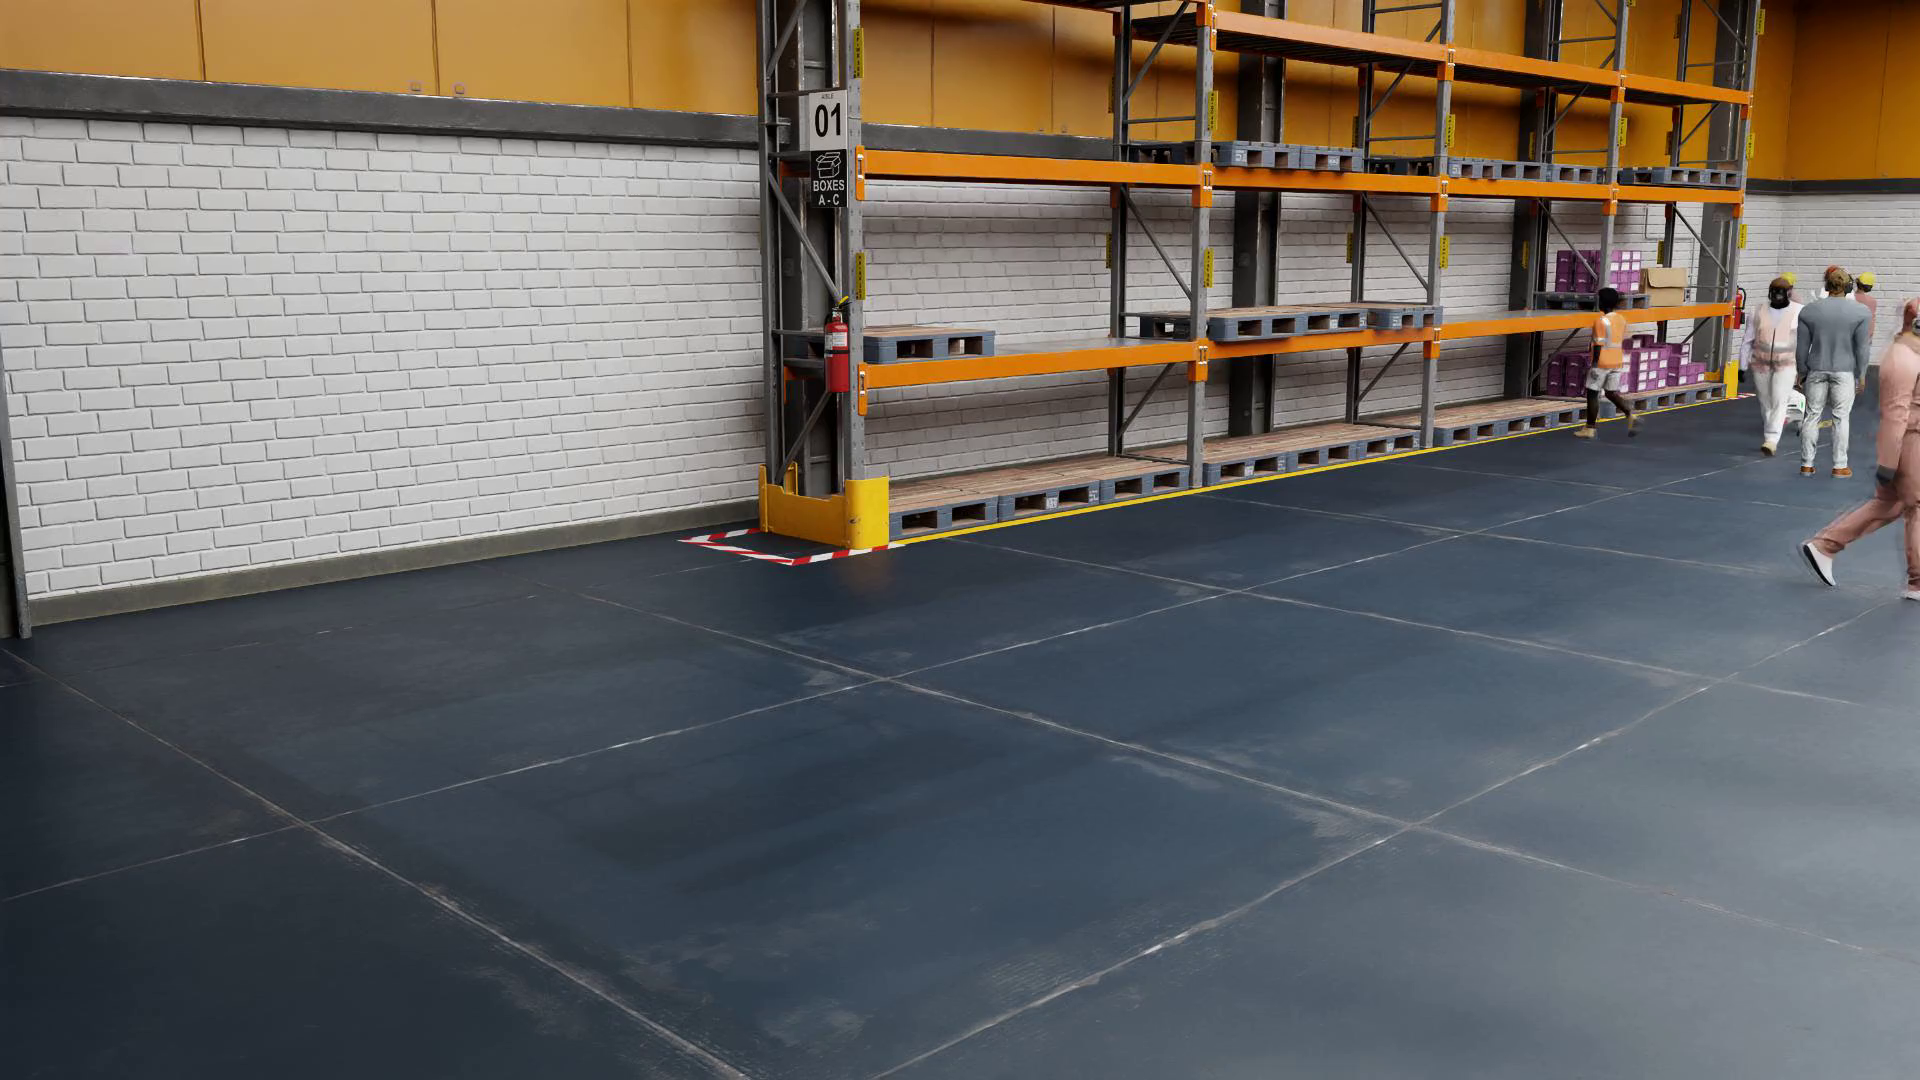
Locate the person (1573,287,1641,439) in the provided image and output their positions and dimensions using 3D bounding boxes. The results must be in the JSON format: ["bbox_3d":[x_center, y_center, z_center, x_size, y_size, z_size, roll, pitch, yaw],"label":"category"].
[{"bbox_3d":[7.112,-1.924,18.189,0.539,1.677,0.673,-7,13,-35],"label":"person"}]

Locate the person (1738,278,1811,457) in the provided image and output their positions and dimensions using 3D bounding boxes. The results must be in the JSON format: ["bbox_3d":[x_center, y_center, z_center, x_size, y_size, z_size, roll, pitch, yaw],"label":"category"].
[{"bbox_3d":[8.282,-1.758,16.988,0.646,1.795,0.937,8,13,37],"label":"person"}]

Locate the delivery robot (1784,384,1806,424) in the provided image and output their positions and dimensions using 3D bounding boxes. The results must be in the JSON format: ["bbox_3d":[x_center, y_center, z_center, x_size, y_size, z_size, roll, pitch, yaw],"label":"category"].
[{"bbox_3d":[9.420,-1.534,18.909,0.477,0.478,0.707,5,12,27],"label":"delivery robot"}]

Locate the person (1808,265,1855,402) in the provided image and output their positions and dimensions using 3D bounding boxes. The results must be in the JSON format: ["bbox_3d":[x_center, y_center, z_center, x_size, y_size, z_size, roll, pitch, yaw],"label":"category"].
[{"bbox_3d":[11.634,-2.747,22.268,0.587,1.856,0.866,2,11,11],"label":"person"}]

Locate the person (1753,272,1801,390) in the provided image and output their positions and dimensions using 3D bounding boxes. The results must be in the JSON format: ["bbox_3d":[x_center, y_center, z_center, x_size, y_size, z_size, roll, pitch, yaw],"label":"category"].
[{"bbox_3d":[11.883,-3.006,24.030,0.860,1.707,0.541,-3,11,-15],"label":"person"}]

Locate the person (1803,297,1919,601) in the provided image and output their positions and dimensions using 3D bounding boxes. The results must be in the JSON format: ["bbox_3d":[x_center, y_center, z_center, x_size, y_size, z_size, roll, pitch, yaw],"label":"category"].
[{"bbox_3d":[5.767,-0.568,10.285,0.849,1.883,0.635,6,12,29],"label":"person"}]

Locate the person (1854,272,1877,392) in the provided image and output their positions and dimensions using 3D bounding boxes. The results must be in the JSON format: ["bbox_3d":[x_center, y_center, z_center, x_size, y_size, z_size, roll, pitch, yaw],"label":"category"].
[{"bbox_3d":[12.645,-2.918,23.505,0.686,1.722,0.543,-9,14,-41],"label":"person"}]

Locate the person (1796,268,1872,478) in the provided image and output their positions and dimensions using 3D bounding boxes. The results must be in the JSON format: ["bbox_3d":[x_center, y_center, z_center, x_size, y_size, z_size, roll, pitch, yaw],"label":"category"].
[{"bbox_3d":[8.078,-1.541,15.429,0.629,1.940,0.373,8,13,39],"label":"person"}]
